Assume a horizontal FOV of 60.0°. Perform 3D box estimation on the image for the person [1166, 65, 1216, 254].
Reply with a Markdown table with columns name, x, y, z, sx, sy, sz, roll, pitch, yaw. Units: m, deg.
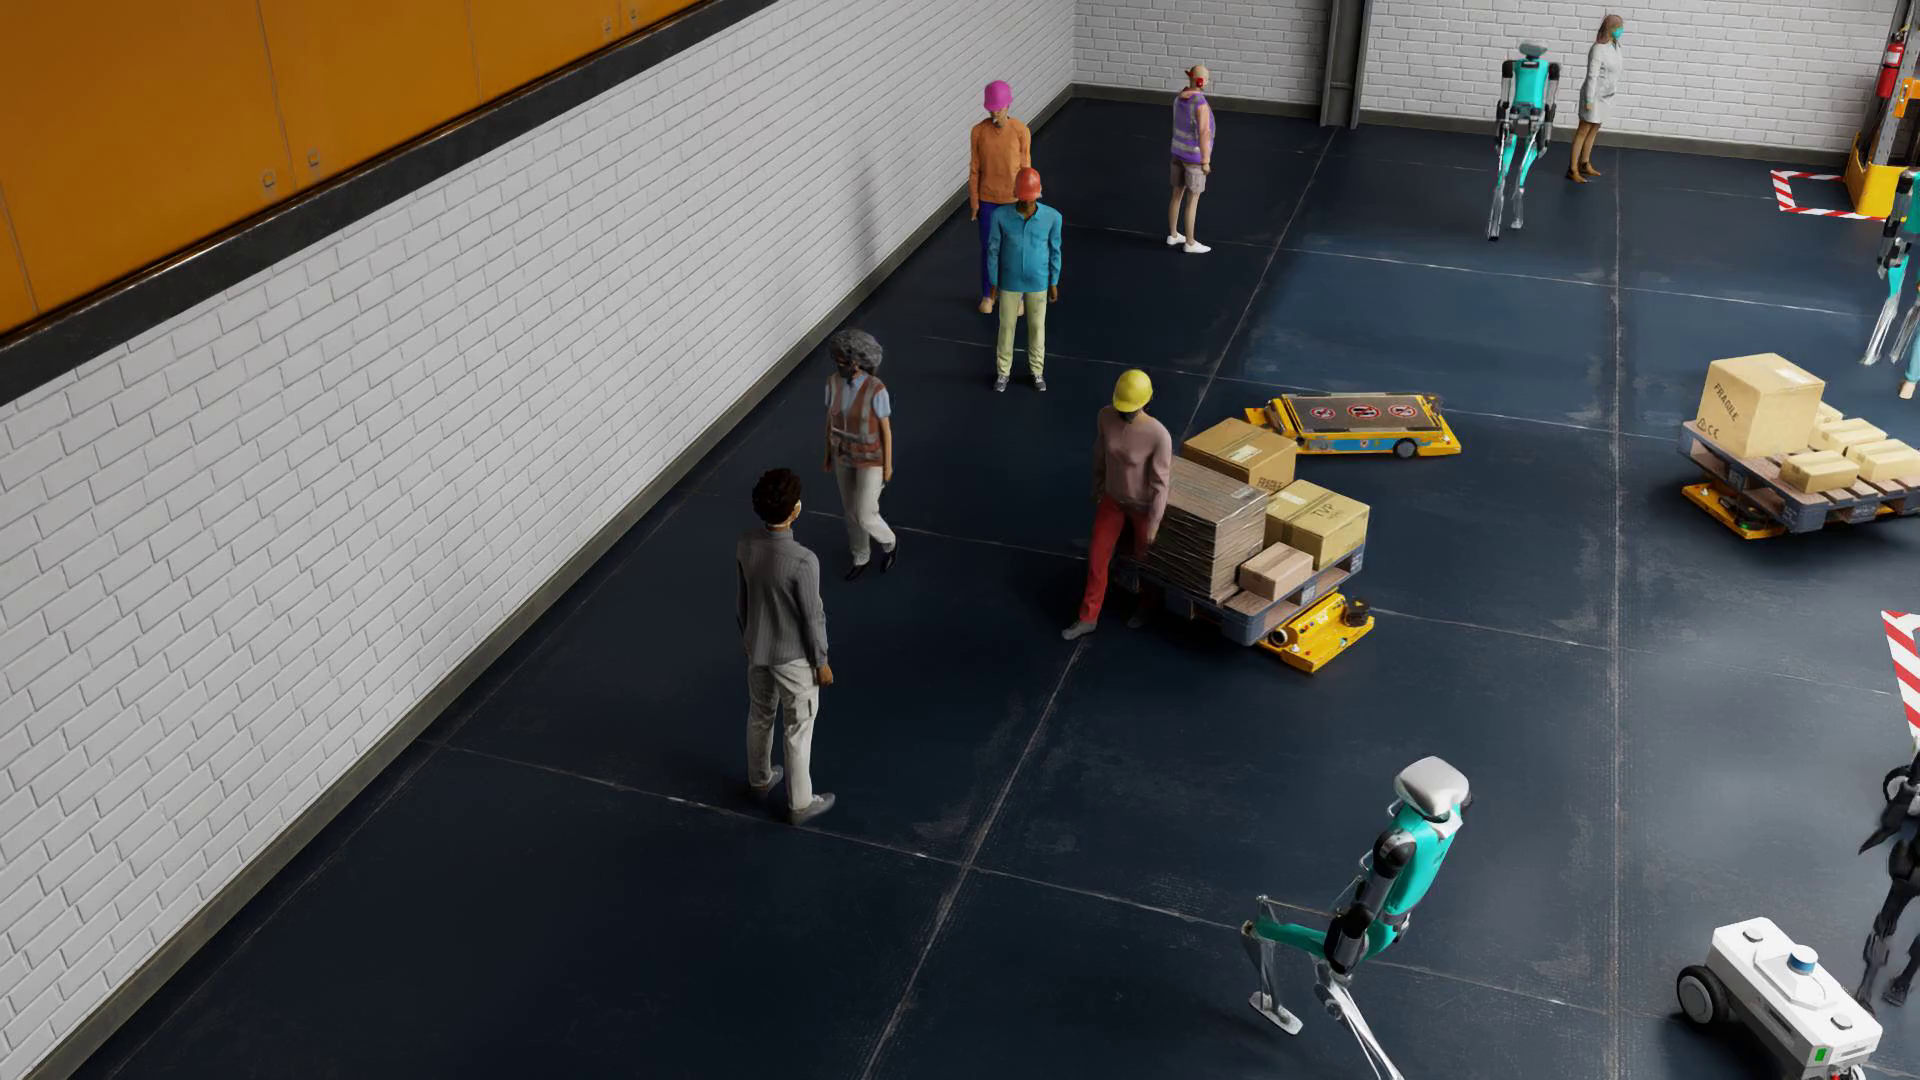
| name | x | y | z | sx | sy | sz | roll | pitch | yaw |
| --- | --- | --- | --- | --- | --- | --- | --- | --- | --- |
| person | 2.090 | -3.449 | 15.089 | 0.347 | 1.690 | 0.480 | -16 | 34 | -25 |

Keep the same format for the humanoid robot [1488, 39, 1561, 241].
| name | x | y | z | sx | sy | sz | roll | pitch | yaw |
| --- | --- | --- | --- | --- | --- | --- | --- | --- | --- |
| humanoid robot | 5.139 | -3.617 | 15.435 | 0.572 | 1.878 | 0.844 | 16 | 34 | 25 |

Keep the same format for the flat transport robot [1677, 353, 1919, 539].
| name | x | y | z | sx | sy | sz | roll | pitch | yaw |
| --- | --- | --- | --- | --- | --- | --- | --- | --- | --- |
| flat transport robot | 5.675 | -0.324 | 11.177 | 1.431 | 0.231 | 0.659 | -9 | 32 | -14 |

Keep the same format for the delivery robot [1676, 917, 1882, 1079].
| name | x | y | z | sx | sy | sz | roll | pitch | yaw |
| --- | --- | --- | --- | --- | --- | --- | --- | --- | --- |
| delivery robot | 3.481 | 1.953 | 7.007 | 0.499 | 0.581 | 0.774 | -9 | 32 | -15 |

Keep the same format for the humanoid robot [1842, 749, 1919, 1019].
| name | x | y | z | sx | sy | sz | roll | pitch | yaw |
| --- | --- | --- | --- | --- | --- | --- | --- | --- | --- |
| humanoid robot | 4.139 | 1.340 | 6.980 | 0.601 | 1.643 | 0.433 | 17 | 35 | 27 |

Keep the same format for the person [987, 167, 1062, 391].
| name | x | y | z | sx | sy | sz | roll | pitch | yaw |
| --- | --- | --- | --- | --- | --- | --- | --- | --- | --- |
| person | 0.478 | -1.951 | 12.483 | 0.558 | 1.746 | 0.330 | 0 | 30 | 1 |

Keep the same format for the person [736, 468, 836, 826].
| name | x | y | z | sx | sy | sz | roll | pitch | yaw |
| --- | --- | --- | --- | --- | --- | --- | --- | --- | --- |
| person | -0.888 | 0.530 | 8.140 | 0.550 | 1.886 | 0.404 | 21 | 36 | 31 |

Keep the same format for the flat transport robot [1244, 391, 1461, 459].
| name | x | y | z | sx | sy | sz | roll | pitch | yaw |
| --- | --- | --- | --- | --- | --- | --- | --- | --- | --- |
| flat transport robot | 2.830 | -0.827 | 12.032 | 1.431 | 0.231 | 0.659 | -1 | 30 | -2 |

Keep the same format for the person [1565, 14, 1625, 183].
| name | x | y | z | sx | sy | sz | roll | pitch | yaw |
| --- | --- | --- | --- | --- | --- | --- | --- | --- | --- |
| person | 6.478 | -4.478 | 16.869 | 0.500 | 1.658 | 0.338 | -26 | 39 | -36 |

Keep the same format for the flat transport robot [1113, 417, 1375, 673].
| name | x | y | z | sx | sy | sz | roll | pitch | yaw |
| --- | --- | --- | --- | --- | --- | --- | --- | --- | --- |
| flat transport robot | 1.716 | 0.328 | 10.068 | 1.431 | 0.231 | 0.659 | 26 | 39 | 37 |

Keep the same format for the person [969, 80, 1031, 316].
| name | x | y | z | sx | sy | sz | roll | pitch | yaw |
| --- | --- | --- | --- | --- | --- | --- | --- | --- | --- |
| person | 0.325 | -2.821 | 13.751 | 0.517 | 1.973 | 0.401 | 5 | 31 | 8 |

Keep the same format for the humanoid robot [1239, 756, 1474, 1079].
| name | x | y | z | sx | sy | sz | roll | pitch | yaw |
| --- | --- | --- | --- | --- | --- | --- | --- | --- | --- |
| humanoid robot | 1.509 | 1.471 | 6.670 | 0.530 | 1.709 | 1.050 | -27 | 40 | -37 |

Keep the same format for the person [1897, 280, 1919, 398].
| name | x | y | z | sx | sy | sz | roll | pitch | yaw |
| --- | --- | --- | --- | --- | --- | --- | --- | --- | --- |
| person | 7.368 | -1.895 | 12.269 | 0.527 | 1.870 | 0.392 | 20 | 36 | 30 |

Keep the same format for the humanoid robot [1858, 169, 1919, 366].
| name | x | y | z | sx | sy | sz | roll | pitch | yaw |
| --- | --- | --- | --- | --- | --- | --- | --- | --- | --- |
| humanoid robot | 7.435 | -2.176 | 12.920 | 0.535 | 1.832 | 0.705 | 20 | 36 | 30 |

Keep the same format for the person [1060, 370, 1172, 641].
| name | x | y | z | sx | sy | sz | roll | pitch | yaw |
| --- | --- | --- | --- | --- | --- | --- | --- | --- | --- |
| person | 0.908 | -0.184 | 9.488 | 0.564 | 1.726 | 0.778 | 25 | 39 | 36 |

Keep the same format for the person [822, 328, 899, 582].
| name | x | y | z | sx | sy | sz | roll | pitch | yaw |
| --- | --- | --- | --- | --- | --- | --- | --- | --- | --- |
| person | -0.631 | -0.488 | 10.062 | 0.430 | 1.680 | 0.361 | 19 | 36 | 29 |

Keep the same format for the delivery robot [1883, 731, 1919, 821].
| name | x | y | z | sx | sy | sz | roll | pitch | yaw |
| --- | --- | --- | --- | --- | --- | --- | --- | --- | --- |
| delivery robot | 5.089 | 1.223 | 8.272 | 0.499 | 0.603 | 0.794 | -16 | 34 | -25 |
